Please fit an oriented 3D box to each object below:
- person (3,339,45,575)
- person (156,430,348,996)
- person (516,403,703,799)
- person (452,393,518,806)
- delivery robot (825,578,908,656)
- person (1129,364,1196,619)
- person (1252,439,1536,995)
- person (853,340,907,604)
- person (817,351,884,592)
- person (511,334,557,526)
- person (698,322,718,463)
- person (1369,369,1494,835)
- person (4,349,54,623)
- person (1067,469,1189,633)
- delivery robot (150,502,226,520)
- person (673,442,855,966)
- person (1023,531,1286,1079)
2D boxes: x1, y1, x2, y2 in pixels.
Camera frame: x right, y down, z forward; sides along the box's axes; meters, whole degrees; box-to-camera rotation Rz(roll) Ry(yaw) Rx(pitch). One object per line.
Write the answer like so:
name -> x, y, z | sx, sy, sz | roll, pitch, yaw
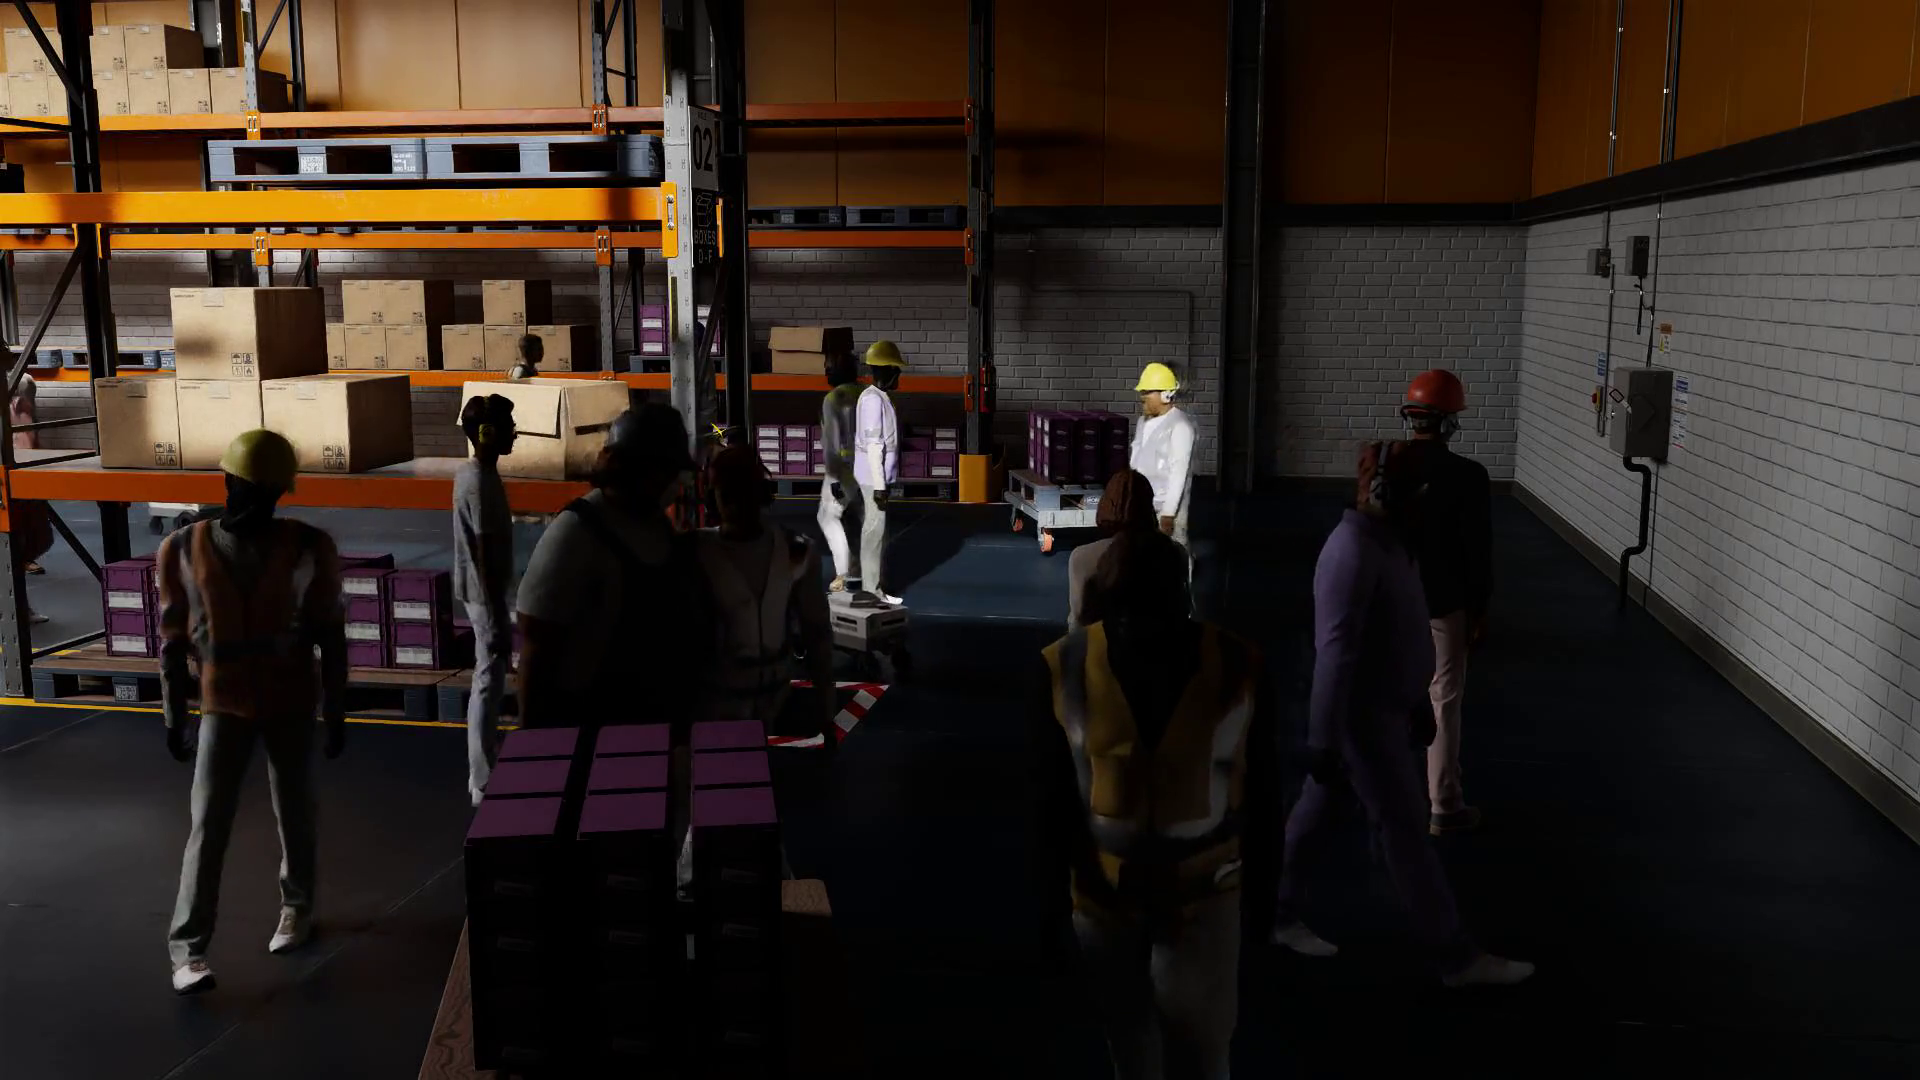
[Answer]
person -> -7.556, -0.663, 13.108 | 0.360, 1.938, 0.635 | 6, 11, 35
person -> -2.390, 0.580, 5.622 | 0.620, 1.873, 0.824 | -3, 10, -19
person -> -1.128, 0.522, 5.448 | 0.797, 2.000, 0.701 | 2, 9, 13
person -> -2.126, 0.270, 7.549 | 0.327, 1.865, 0.576 | -3, 10, -20
delivery robot -> -0.639, 0.472, 10.059 | 0.477, 0.478, 0.707 | -9, 13, -44
person -> 1.212, -0.247, 10.936 | 0.807, 1.800, 0.626 | -4, 10, -25
person -> 1.448, 0.584, 5.626 | 0.983, 1.849, 0.671 | 4, 10, 23
person -> -0.563, -0.453, 11.844 | 0.384, 1.928, 0.588 | 0, 9, 1
person -> -0.805, -0.495, 12.438 | 0.511, 1.816, 0.658 | 8, 12, 42
person -> -3.938, -1.030, 15.736 | 0.760, 1.822, 0.541 | -1, 9, -4
person -> -2.526, -1.138, 16.030 | 0.388, 1.948, 0.605 | 0, 9, 3
person -> 2.008, 0.266, 7.174 | 0.608, 1.996, 0.382 | 8, 12, 42
person -> -6.561, -0.364, 11.408 | 0.514, 1.891, 0.648 | 2, 9, 12
person -> 0.665, 0.535, 6.625 | 0.501, 1.633, 0.285 | -2, 9, -10
delivery robot -> -7.069, -0.361, 15.233 | 0.707, 0.478, 0.477 | 4, 10, 23
person -> -0.722, 0.584, 5.670 | 0.548, 1.828, 0.892 | -8, 12, -41
person -> 0.463, 0.877, 4.010 | 0.639, 1.786, 0.953 | 1, 9, 8
